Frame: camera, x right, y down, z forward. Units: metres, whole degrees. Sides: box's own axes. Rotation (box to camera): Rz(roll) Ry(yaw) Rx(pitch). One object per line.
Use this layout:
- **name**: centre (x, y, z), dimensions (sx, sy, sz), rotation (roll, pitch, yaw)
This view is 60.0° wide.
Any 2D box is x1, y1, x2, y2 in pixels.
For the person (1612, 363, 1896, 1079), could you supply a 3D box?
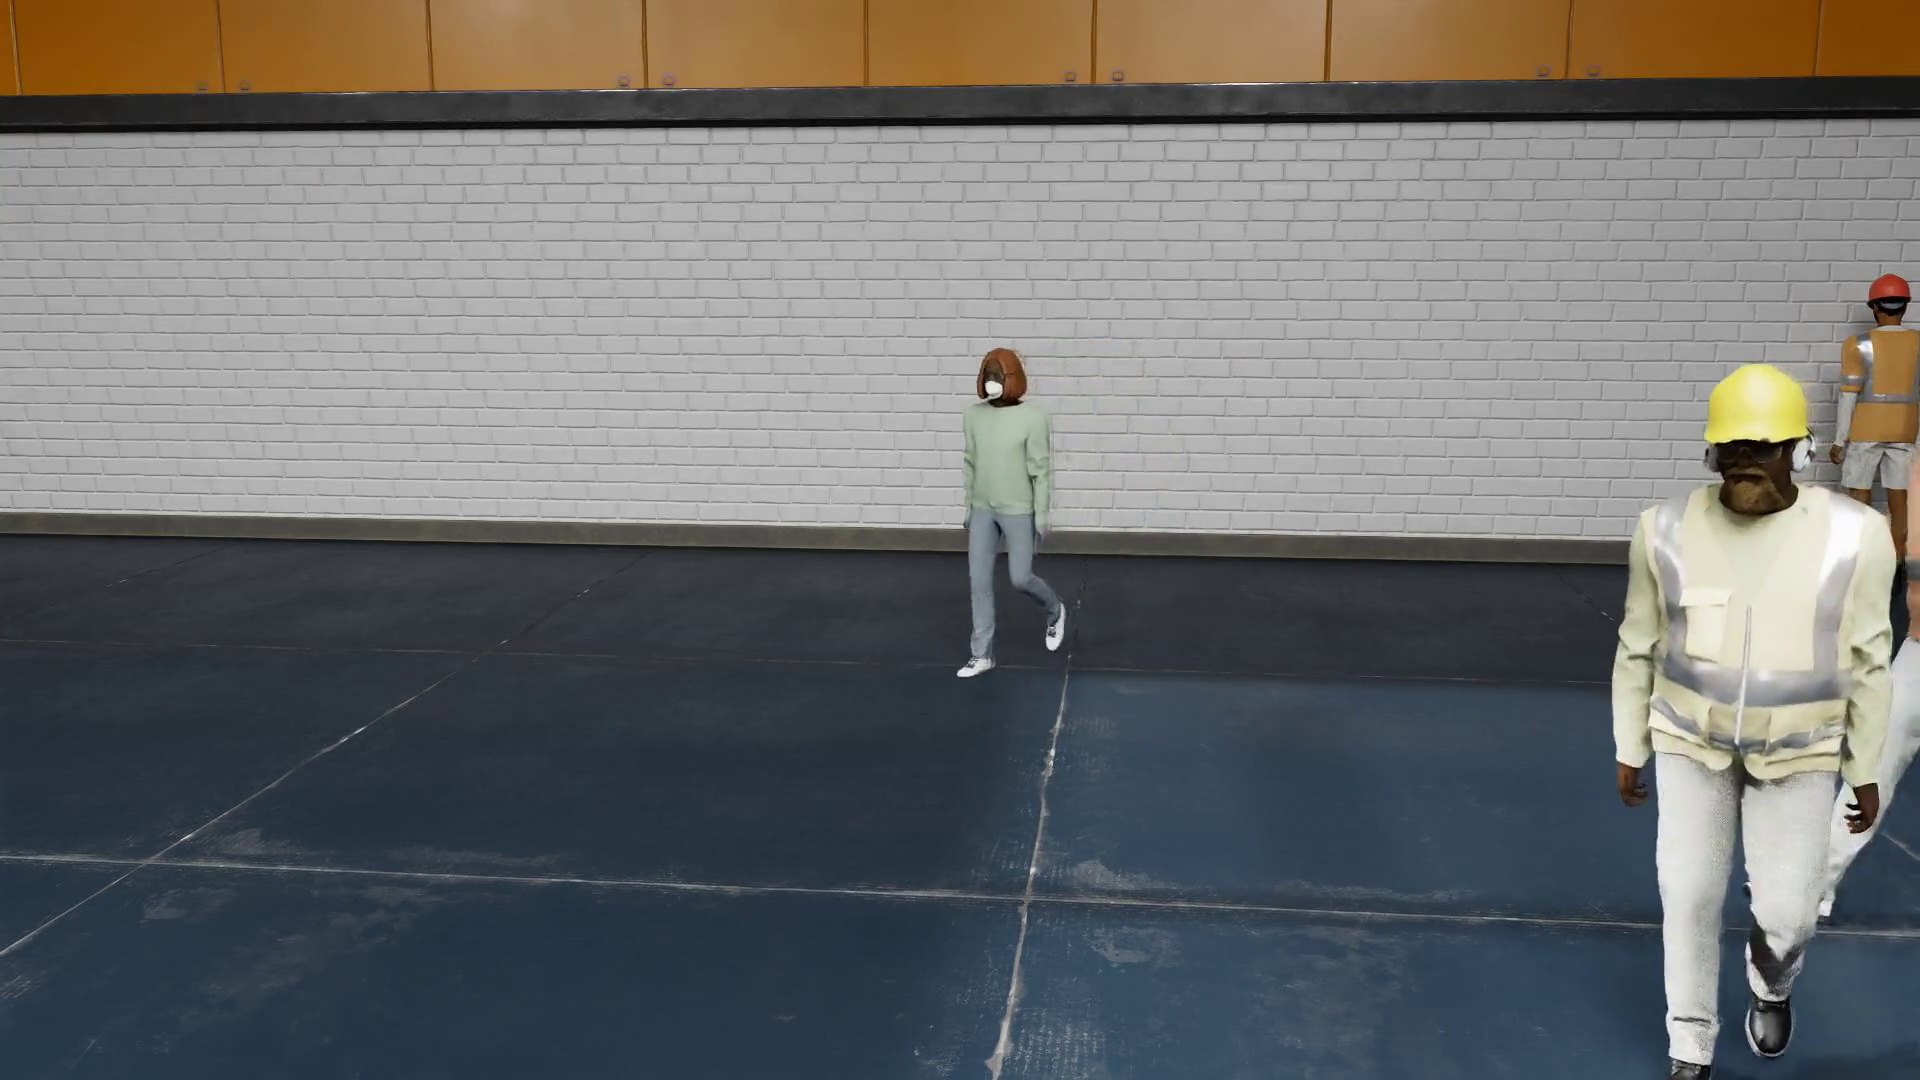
- **person**: centre (1.890, 0.478, 4.018), dimensions (0.611, 1.815, 0.471), rotation (6, 11, 30)

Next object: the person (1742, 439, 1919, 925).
- **person**: centre (2.922, 0.300, 4.911), dimensions (0.997, 1.861, 0.592), rotation (-2, 10, -11)

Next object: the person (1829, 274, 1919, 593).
- **person**: centre (5.574, -0.638, 10.088), dimensions (0.543, 1.928, 0.373), rotation (2, 10, 9)

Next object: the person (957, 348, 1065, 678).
- **person**: centre (0.258, -0.148, 8.215), dimensions (0.501, 1.617, 0.653), rotation (7, 12, 34)
